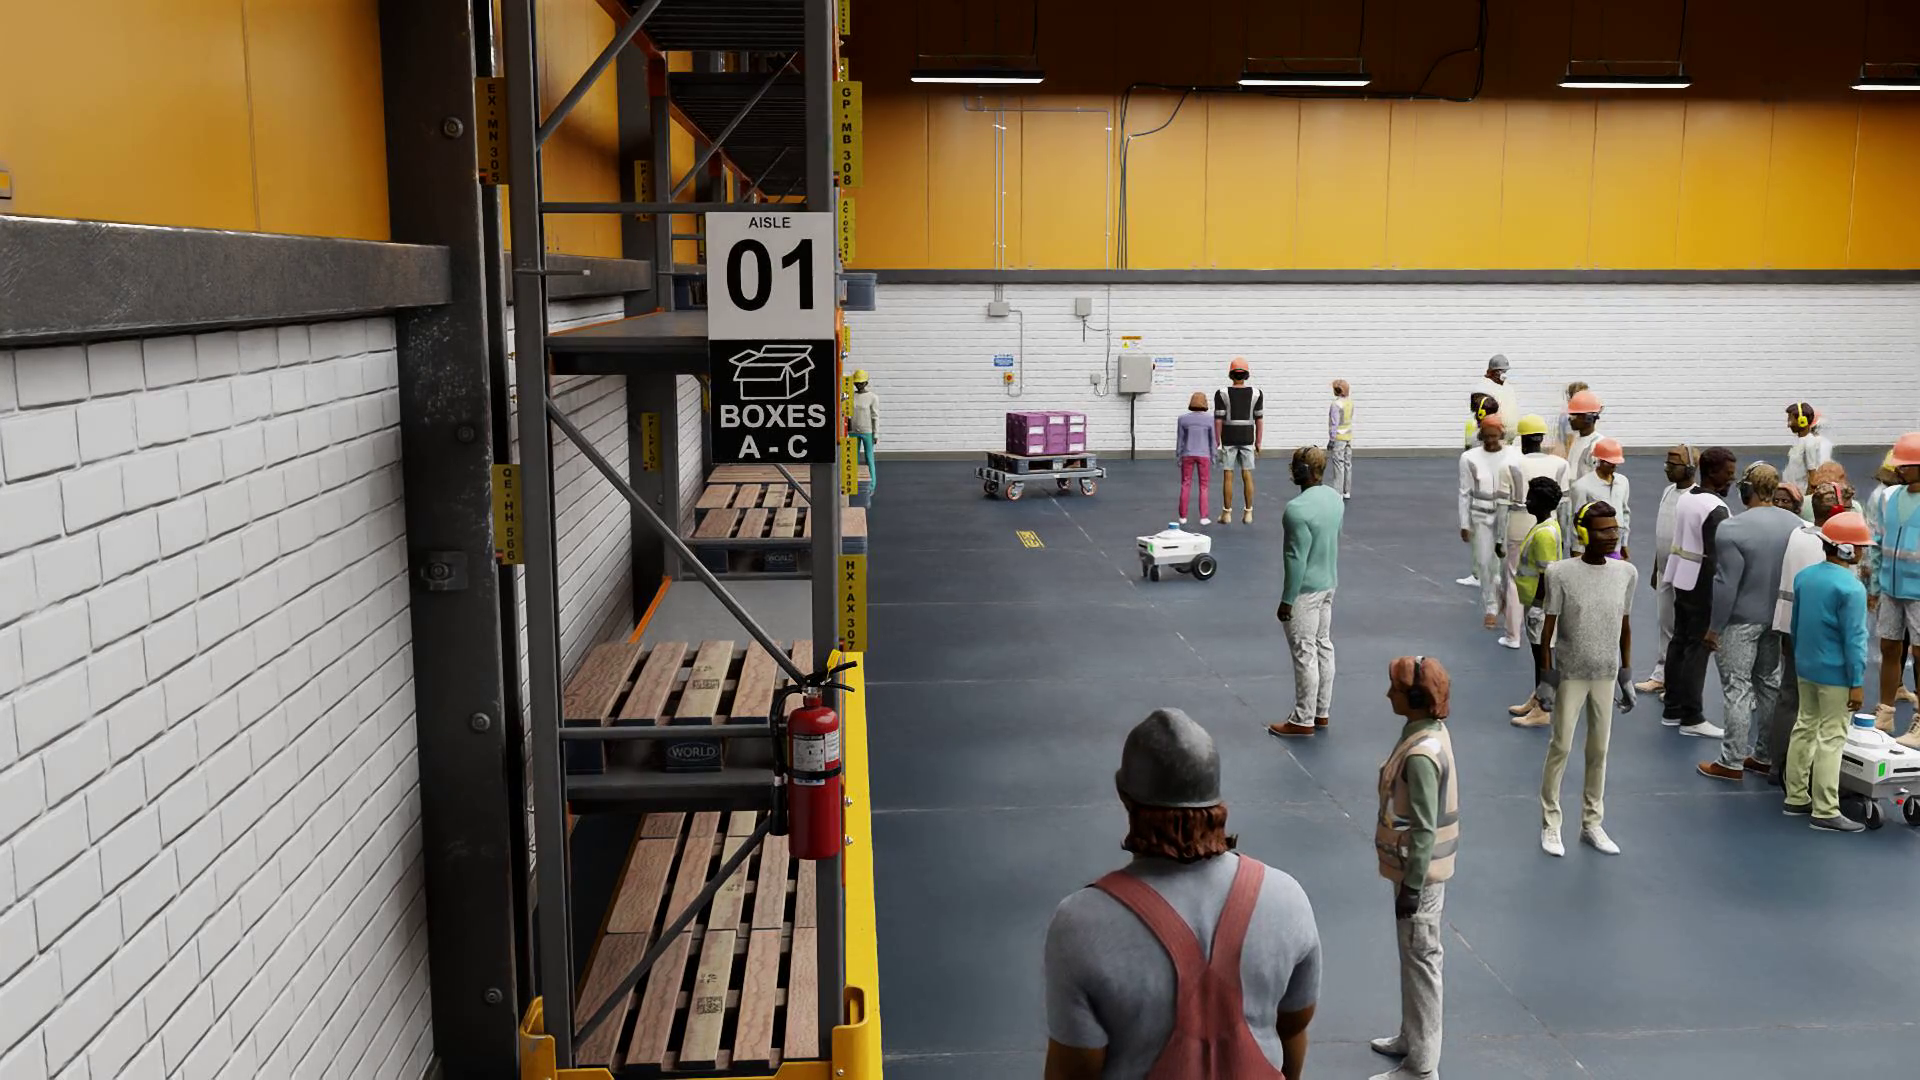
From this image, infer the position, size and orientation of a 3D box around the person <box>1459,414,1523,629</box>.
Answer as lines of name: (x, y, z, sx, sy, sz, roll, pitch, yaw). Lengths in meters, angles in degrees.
person: (4.594, -0.159, 14.283, 0.629, 1.861, 0.515, 4, 10, 23)

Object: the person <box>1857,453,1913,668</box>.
person: (7.165, 0.141, 12.868, 0.683, 1.692, 0.568, 6, 11, 34)

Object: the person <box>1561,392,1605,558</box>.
person: (5.334, -0.255, 14.311, 0.390, 2.040, 0.614, 0, 9, 2)

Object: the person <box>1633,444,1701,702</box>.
person: (5.110, 0.235, 11.856, 0.344, 1.846, 0.506, -2, 9, -12)

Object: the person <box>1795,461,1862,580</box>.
person: (6.566, 0.211, 12.664, 0.509, 1.632, 0.266, 7, 11, 36)

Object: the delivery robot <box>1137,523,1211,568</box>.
delivery robot: (2.133, 0.072, 16.620, 0.707, 0.478, 0.477, -3, 10, -20)

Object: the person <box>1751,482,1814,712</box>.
person: (5.583, 0.416, 11.355, 0.513, 1.641, 0.309, 7, 12, 38)

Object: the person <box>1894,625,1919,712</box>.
person: (6.723, 0.351, 11.595, 0.319, 1.696, 0.532, -1, 9, -8)

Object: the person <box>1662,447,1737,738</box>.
person: (4.884, 0.335, 11.017, 0.396, 1.913, 0.590, 0, 9, 1)

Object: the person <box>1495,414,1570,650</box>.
person: (4.620, -0.062, 13.504, 0.594, 1.917, 0.398, 0, 9, -2)

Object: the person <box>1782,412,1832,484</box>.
person: (8.299, -0.439, 16.408, 0.579, 1.731, 0.436, -6, 11, -33)

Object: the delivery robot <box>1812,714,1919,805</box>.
delivery robot: (5.084, 1.226, 9.378, 0.477, 0.478, 0.707, -2, 9, -11)

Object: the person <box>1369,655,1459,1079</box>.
person: (1.699, 1.235, 6.217, 0.308, 1.639, 0.524, 3, 9, 16)

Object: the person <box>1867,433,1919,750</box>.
person: (6.082, 0.327, 10.674, 0.400, 2.037, 0.610, -3, 10, -19)

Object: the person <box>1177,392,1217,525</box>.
person: (2.885, -0.995, 20.283, 0.500, 1.622, 0.296, 3, 9, 15)

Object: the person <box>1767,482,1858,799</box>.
person: (4.968, 0.577, 9.703, 0.374, 1.843, 0.568, -2, 9, -10)

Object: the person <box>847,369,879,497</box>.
person: (-1.357, -1.463, 22.799, 0.524, 1.761, 0.338, 3, 10, 20)

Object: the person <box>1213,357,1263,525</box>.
person: (3.373, -1.204, 20.265, 0.615, 2.042, 0.376, -1, 9, -4)

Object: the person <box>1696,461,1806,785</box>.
person: (4.725, 0.493, 9.942, 0.636, 1.939, 0.364, -3, 10, -21)

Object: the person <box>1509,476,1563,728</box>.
person: (3.897, 0.414, 11.198, 0.318, 1.697, 0.536, 3, 9, 17)

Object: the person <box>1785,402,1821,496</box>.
person: (7.789, -0.347, 15.449, 0.334, 1.863, 0.526, 3, 10, 19)

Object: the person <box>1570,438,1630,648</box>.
person: (5.195, 0.033, 13.465, 0.577, 1.736, 0.355, -4, 10, -23)

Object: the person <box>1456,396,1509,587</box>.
person: (5.125, -0.471, 16.246, 0.510, 1.862, 0.327, -6, 11, -34)

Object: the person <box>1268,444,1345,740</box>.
person: (2.276, 0.338, 10.916, 0.372, 1.940, 0.631, 7, 11, 36)

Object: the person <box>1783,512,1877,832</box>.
person: (4.797, 0.712, 9.143, 0.332, 1.749, 0.573, -1, 9, -4)

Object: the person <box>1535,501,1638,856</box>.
person: (3.284, 0.722, 8.702, 0.533, 1.876, 0.320, -1, 9, -4)

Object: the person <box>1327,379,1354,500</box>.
person: (5.118, -1.341, 22.386, 0.310, 1.643, 0.516, 8, 12, 40)

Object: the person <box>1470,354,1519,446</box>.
person: (6.844, -1.346, 21.171, 0.678, 2.000, 0.537, -6, 11, -34)
